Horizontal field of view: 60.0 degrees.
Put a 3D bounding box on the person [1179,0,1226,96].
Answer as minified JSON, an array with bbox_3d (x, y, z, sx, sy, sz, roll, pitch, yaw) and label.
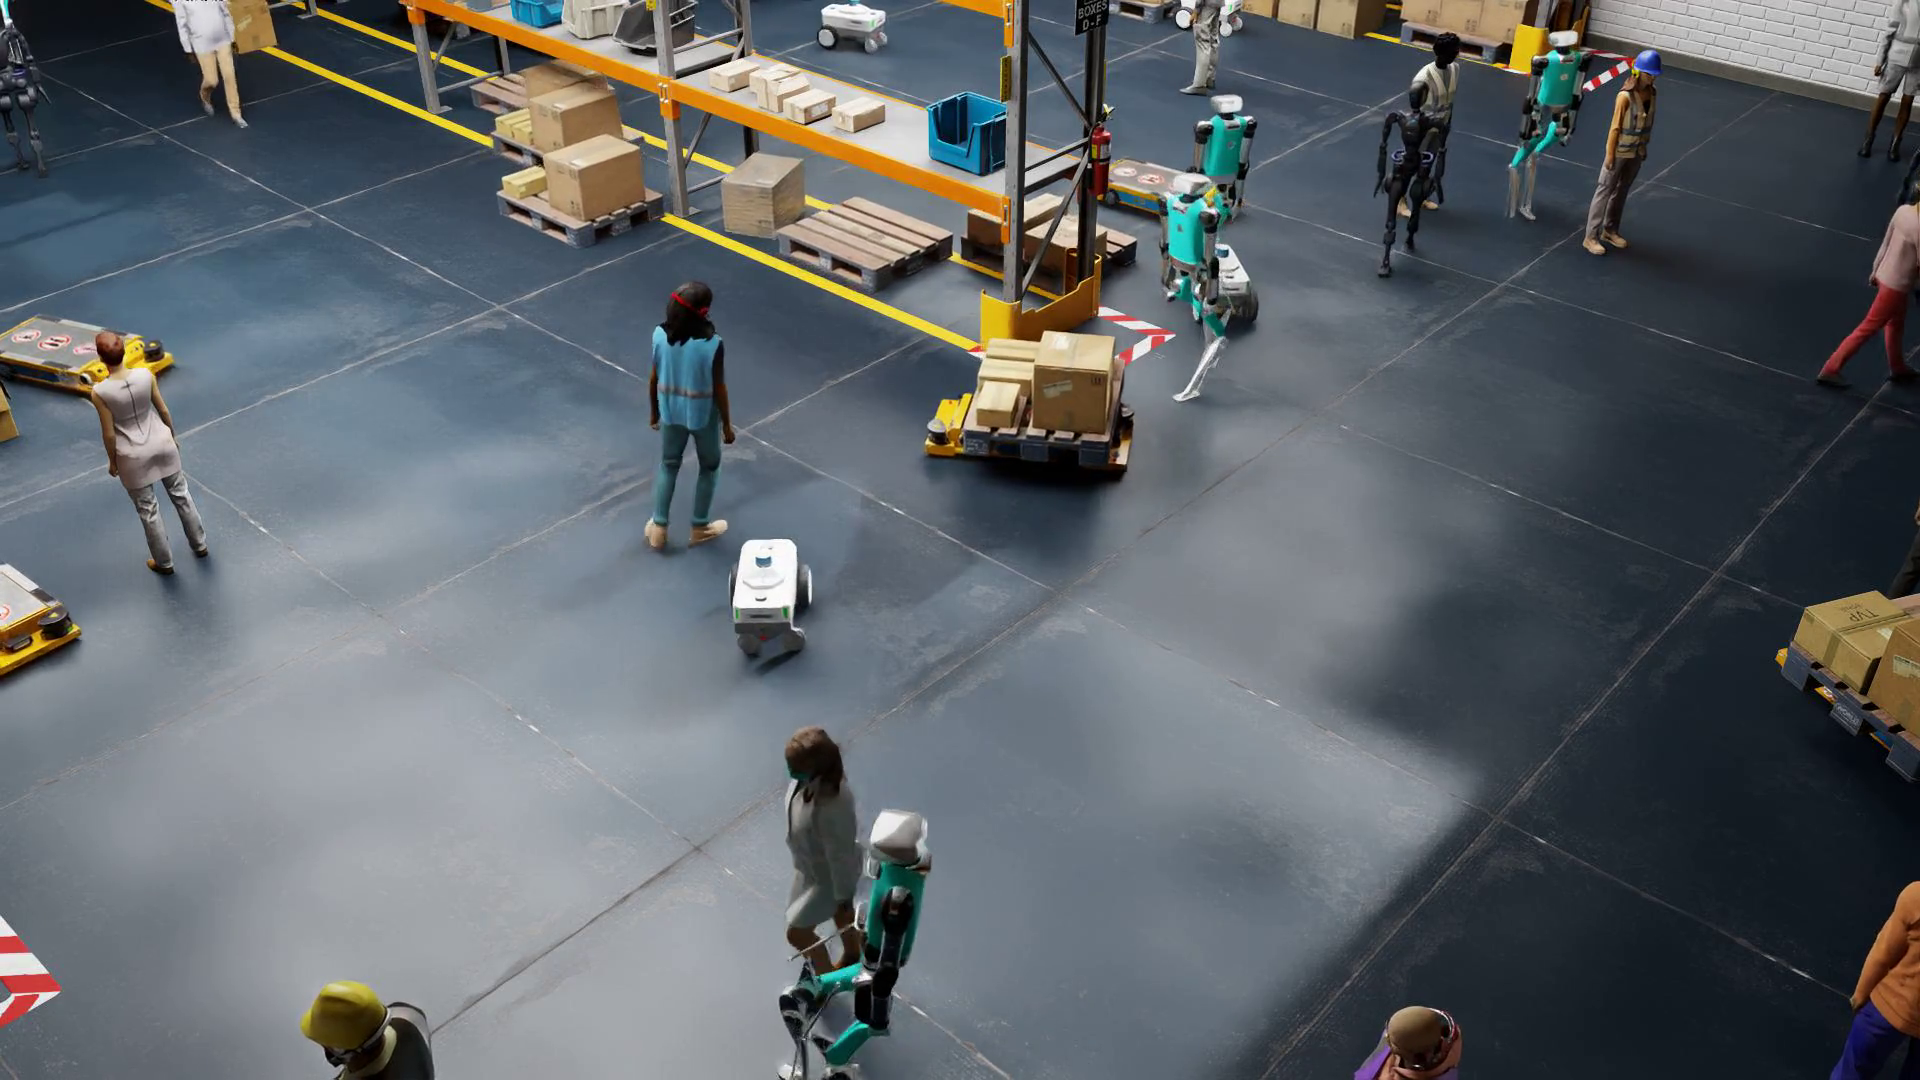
[{"bbox_3d":[2.626,-5.655,17.570,0.395,1.899,0.530,19,39,26],"label":"person"}]

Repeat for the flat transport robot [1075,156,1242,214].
[{"bbox_3d":[1.848,-3.249,15.517,1.431,0.231,0.659,24,41,30],"label":"flat transport robot"}]

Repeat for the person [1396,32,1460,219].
[{"bbox_3d":[4.230,-3.741,14.980,0.534,1.692,0.320,-22,40,-29],"label":"person"}]

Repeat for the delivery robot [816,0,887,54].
[{"bbox_3d":[-1.236,-5.951,19.164,0.768,0.576,0.499,14,37,20],"label":"delivery robot"}]

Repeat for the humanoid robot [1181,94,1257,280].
[{"bbox_3d":[1.991,-2.828,13.610,0.531,1.783,0.666,-14,37,-19],"label":"humanoid robot"}]

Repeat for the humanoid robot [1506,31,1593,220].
[{"bbox_3d":[5.188,-3.718,14.925,0.552,1.813,0.675,-5,35,-7],"label":"humanoid robot"}]

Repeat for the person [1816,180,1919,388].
[{"bbox_3d":[6.961,-1.910,12.295,0.836,1.721,0.531,4,35,6],"label":"person"}]

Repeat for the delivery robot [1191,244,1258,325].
[{"bbox_3d":[2.134,-2.123,13.633,0.499,0.593,0.789,-4,35,-5],"label":"delivery robot"}]

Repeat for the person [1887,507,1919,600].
[{"bbox_3d":[5.777,-0.119,9.602,0.332,1.838,0.506,-23,41,-29],"label":"person"}]

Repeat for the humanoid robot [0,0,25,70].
[{"bbox_3d":[-10.619,-5.978,18.216,0.533,1.773,0.995,-16,38,-22],"label":"humanoid robot"}]

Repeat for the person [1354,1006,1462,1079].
[{"bbox_3d":[1.618,2.318,6.199,0.349,1.690,0.482,-7,35,-9],"label":"person"}]

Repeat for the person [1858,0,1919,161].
[{"bbox_3d":[9.152,-4.626,16.059,0.546,1.926,0.388,13,37,18],"label":"person"}]

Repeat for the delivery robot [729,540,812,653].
[{"bbox_3d":[-1.162,0.310,10.127,0.524,0.614,0.786,0,35,-1],"label":"delivery robot"}]

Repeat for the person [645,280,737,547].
[{"bbox_3d":[-1.732,-0.769,10.555,0.607,1.836,0.486,10,36,15],"label":"person"}]

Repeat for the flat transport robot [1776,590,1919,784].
[{"bbox_3d":[5.400,0.973,9.400,0.659,0.231,1.431,-11,36,-16],"label":"flat transport robot"}]

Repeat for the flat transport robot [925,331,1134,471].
[{"bbox_3d":[0.512,-0.792,11.958,1.431,0.231,0.659,6,35,8],"label":"flat transport robot"}]

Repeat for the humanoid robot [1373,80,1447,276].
[{"bbox_3d":[3.842,-3.096,14.113,0.601,1.640,0.788,14,37,20],"label":"humanoid robot"}]

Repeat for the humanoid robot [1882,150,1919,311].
[{"bbox_3d":[7.826,-2.652,13.415,0.606,1.643,0.431,6,35,9],"label":"humanoid robot"}]

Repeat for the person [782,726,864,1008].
[{"bbox_3d":[-0.664,1.464,7.471,0.547,1.640,0.546,-10,36,-14],"label":"person"}]

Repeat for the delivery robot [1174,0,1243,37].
[{"bbox_3d":[2.962,-6.318,19.709,0.774,0.592,0.499,22,40,28],"label":"delivery robot"}]

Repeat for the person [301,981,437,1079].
[{"bbox_3d":[-2.083,2.278,6.133,0.404,1.832,0.591,1,35,2],"label":"person"}]

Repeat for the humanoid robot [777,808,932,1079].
[{"bbox_3d":[-0.560,1.813,6.941,0.922,1.777,0.531,2,35,2],"label":"humanoid robot"}]

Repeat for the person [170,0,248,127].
[{"bbox_3d":[-7.615,-5.067,16.861,0.506,1.734,0.563,29,44,35],"label":"person"}]

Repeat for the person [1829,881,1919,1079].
[{"bbox_3d":[3.842,1.859,6.624,0.513,1.974,0.406,18,38,24],"label":"person"}]

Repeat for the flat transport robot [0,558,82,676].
[{"bbox_3d":[-6.087,0.412,10.213,1.431,0.231,0.659,24,41,31],"label":"flat transport robot"}]

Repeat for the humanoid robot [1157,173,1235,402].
[{"bbox_3d":[1.878,-1.945,12.378,0.930,1.787,0.551,-27,43,-33],"label":"humanoid robot"}]

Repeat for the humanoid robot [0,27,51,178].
[{"bbox_3d":[-9.021,-4.295,15.798,0.590,1.641,0.560,-16,38,-22],"label":"humanoid robot"}]

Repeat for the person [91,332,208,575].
[{"bbox_3d":[-5.091,-0.546,10.374,0.281,1.660,0.456,25,42,32],"label":"person"}]

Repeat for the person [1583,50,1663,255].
[{"bbox_3d":[5.743,-3.338,14.316,0.480,1.777,0.308,-19,39,-25],"label":"person"}]

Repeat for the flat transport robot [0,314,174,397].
[{"bbox_3d":[-6.906,-1.423,12.871,1.431,0.231,0.659,12,36,17],"label":"flat transport robot"}]
